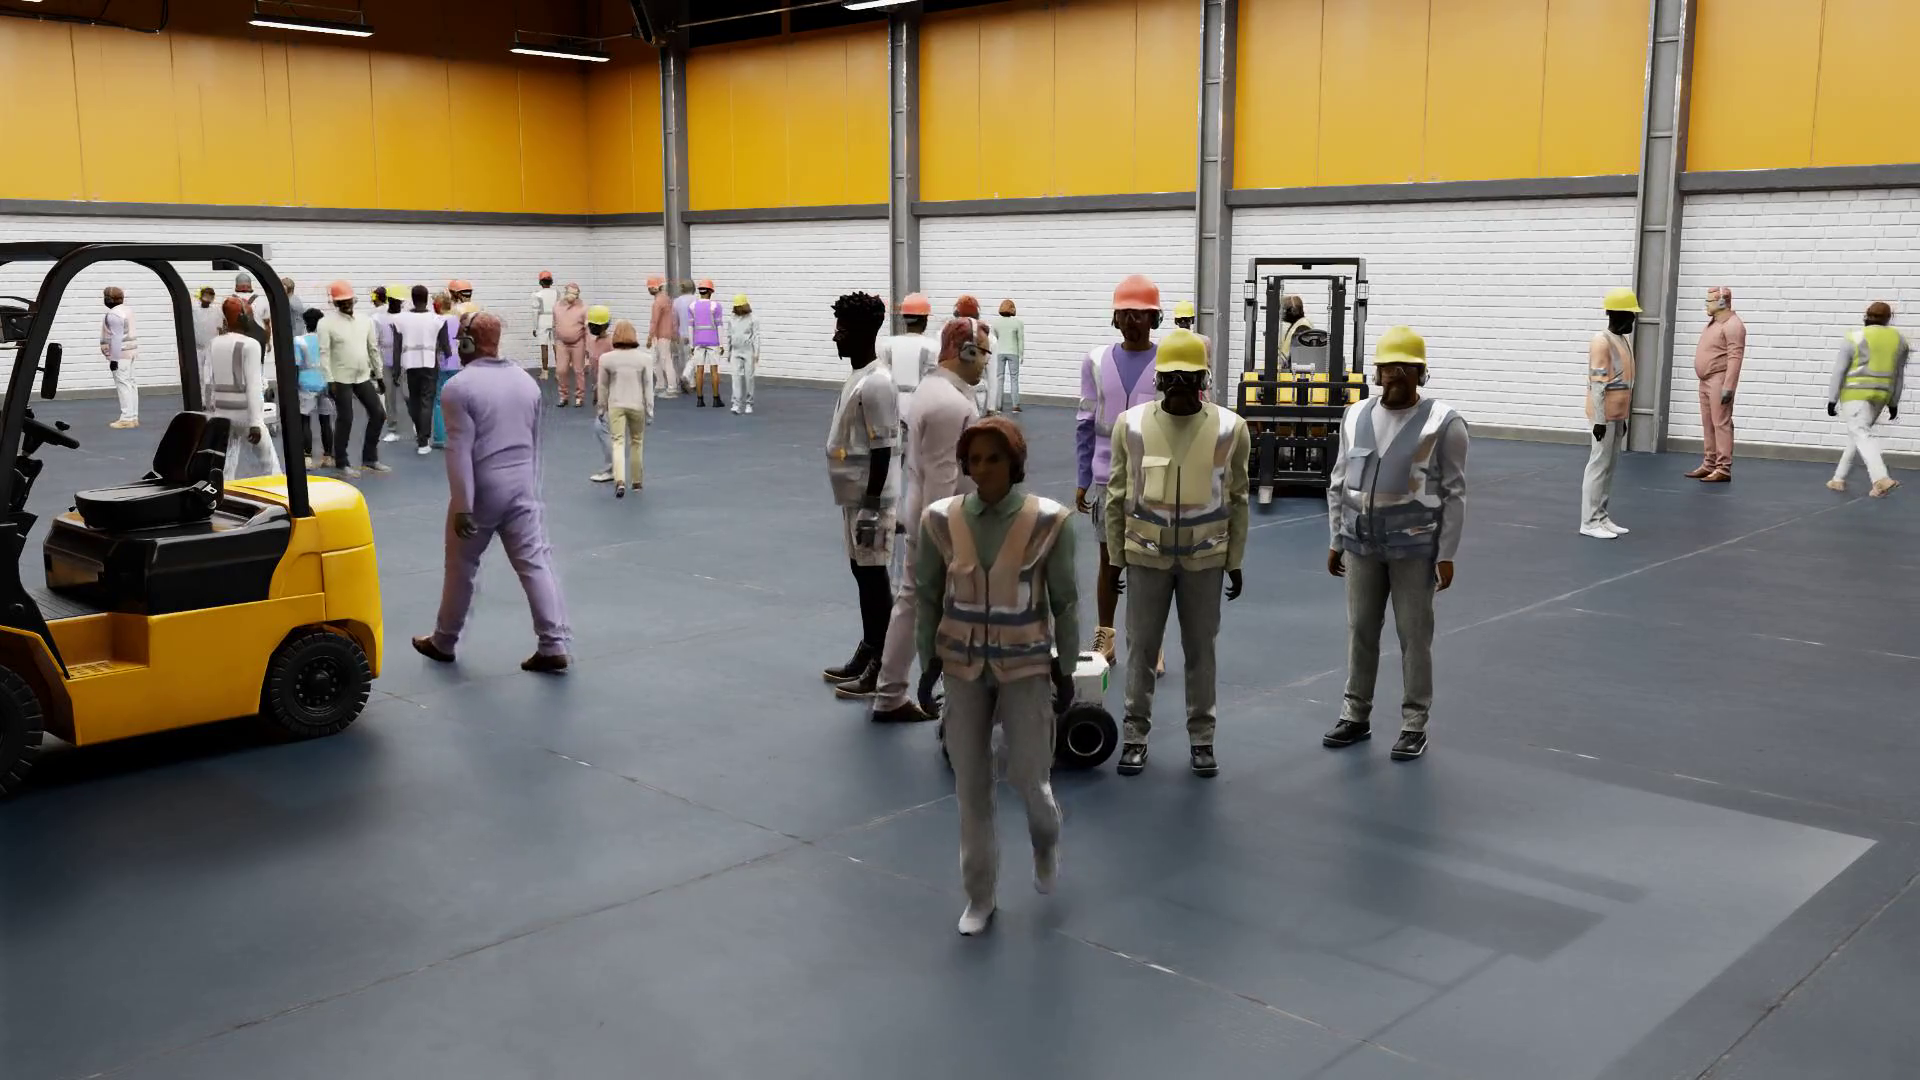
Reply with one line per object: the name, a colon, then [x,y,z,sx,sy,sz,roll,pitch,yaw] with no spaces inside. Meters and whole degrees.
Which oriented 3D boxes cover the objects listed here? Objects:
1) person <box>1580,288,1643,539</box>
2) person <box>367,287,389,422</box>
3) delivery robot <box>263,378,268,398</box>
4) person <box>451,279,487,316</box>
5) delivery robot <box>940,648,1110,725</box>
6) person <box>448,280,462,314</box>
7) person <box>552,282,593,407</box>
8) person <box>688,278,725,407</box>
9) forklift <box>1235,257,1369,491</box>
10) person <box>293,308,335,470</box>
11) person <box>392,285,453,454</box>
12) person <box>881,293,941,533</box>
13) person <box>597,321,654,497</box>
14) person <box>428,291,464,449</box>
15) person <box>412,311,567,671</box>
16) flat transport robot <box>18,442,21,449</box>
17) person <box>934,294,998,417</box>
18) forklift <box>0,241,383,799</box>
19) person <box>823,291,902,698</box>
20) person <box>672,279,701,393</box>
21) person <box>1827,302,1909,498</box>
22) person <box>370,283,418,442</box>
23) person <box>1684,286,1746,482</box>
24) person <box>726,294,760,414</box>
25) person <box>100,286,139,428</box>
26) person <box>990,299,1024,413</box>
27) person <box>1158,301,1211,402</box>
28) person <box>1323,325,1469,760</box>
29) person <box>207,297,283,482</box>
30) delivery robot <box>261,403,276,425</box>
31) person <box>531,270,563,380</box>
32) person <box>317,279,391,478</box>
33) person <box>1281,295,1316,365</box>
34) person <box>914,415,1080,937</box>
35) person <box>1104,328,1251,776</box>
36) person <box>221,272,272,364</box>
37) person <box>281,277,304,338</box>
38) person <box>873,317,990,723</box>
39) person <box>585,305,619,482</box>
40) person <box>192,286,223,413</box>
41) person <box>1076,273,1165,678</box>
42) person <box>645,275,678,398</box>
person: [5.038,-0.977,12.850,0.374,1.925,0.595,7,12,37]
person: [-7.850,-2.515,22.603,0.440,1.832,0.660,4,10,23]
delivery robot: [-10.626,-2.307,24.912,0.477,0.478,0.707,-1,9,-7]
person: [-6.693,-2.572,22.630,0.374,1.928,0.542,7,11,35]
delivery robot: [0.267,0.607,7.049,0.707,0.478,0.477,-1,9,-4]
person: [-8.320,-3.380,27.727,0.987,1.882,0.552,3,10,15]
person: [-5.777,-2.906,24.854,0.663,1.869,0.557,1,9,4]
person: [-3.787,-2.944,24.939,0.551,1.933,0.400,1,9,8]
forklift: [3.309,-1.629,16.029,1.214,2.155,2.313,2,9,11]
person: [-6.697,-1.561,17.219,0.389,1.664,0.645,7,12,38]
person: [-6.084,-1.946,18.929,0.628,1.869,0.958,-1,9,-7]
person: [-0.378,-1.004,13.155,0.558,1.890,0.977,4,10,25]
person: [-3.067,-1.207,15.272,0.512,1.602,0.808,-2,9,-12]
person: [-5.818,-1.927,19.039,0.748,1.821,0.572,6,11,33]
person: [-2.432,-0.245,8.581,1.022,1.855,0.663,6,11,32]
flat transport robot: [-10.777,-1.033,18.257,0.652,0.197,1.431,-4,10,-22]
person: [0.049,-1.207,14.488,0.580,1.859,0.831,-2,9,-12]
forklift: [-3.706,-0.171,7.093,1.214,2.155,2.313,9,13,43]
person: [-0.470,-0.221,8.092,0.367,1.966,0.605,-2,10,-13]
person: [-4.523,-3.391,27.722,0.637,1.913,0.844,4,10,21]
person: [8.335,-1.292,15.248,0.653,1.783,0.942,-1,9,-6]
person: [-6.772,-2.135,20.021,0.583,1.906,0.519,-1,9,-5]
person: [7.362,-1.516,16.225,0.401,1.904,0.650,0,9,3]
person: [-3.118,-2.642,23.719,0.519,1.698,0.727,1,9,7]
person: [-10.978,-2.381,21.720,0.430,1.845,0.624,-2,9,-10]
person: [0.681,-2.651,24.012,0.501,1.631,0.285,2,10,14]
person: [2.163,-1.428,16.107,0.534,1.767,0.320,1,9,6]
person: [1.830,0.008,7.081,0.600,1.836,0.404,8,12,39]
person: [-5.459,-0.943,12.875,0.612,1.843,0.935,5,11,29]
delivery robot: [-8.619,-1.538,20.182,0.477,0.478,0.707,2,10,7]
person: [-7.670,-3.984,30.939,0.607,2.041,0.377,-6,11,-33]
person: [-5.975,-1.589,16.463,0.529,1.967,0.769,5,10,27]
person: [3.579,-1.701,17.720,0.517,1.805,0.777,0,9,2]
person: [0.121,0.416,5.227,0.514,1.631,0.413,2,10,15]
person: [0.883,0.055,6.808,0.588,1.833,0.404,1,9,6]
person: [-10.779,-3.045,25.179,0.691,2.000,0.537,-4,10,-22]
person: [-10.351,-3.085,25.740,0.372,1.940,0.631,-8,12,-41]
person: [0.035,-0.068,7.503,0.938,1.854,0.637,-2,9,-9]
person: [-3.430,-1.400,16.050,0.495,1.725,0.531,-6,11,-34]
person: [-10.915,-2.743,23.987,0.670,1.829,0.449,1,9,4]
person: [0.876,-0.320,8.458,0.608,2.048,0.365,3,10,20]
person: [-4.855,-3.250,26.657,0.684,1.964,0.607,0,9,-1]
